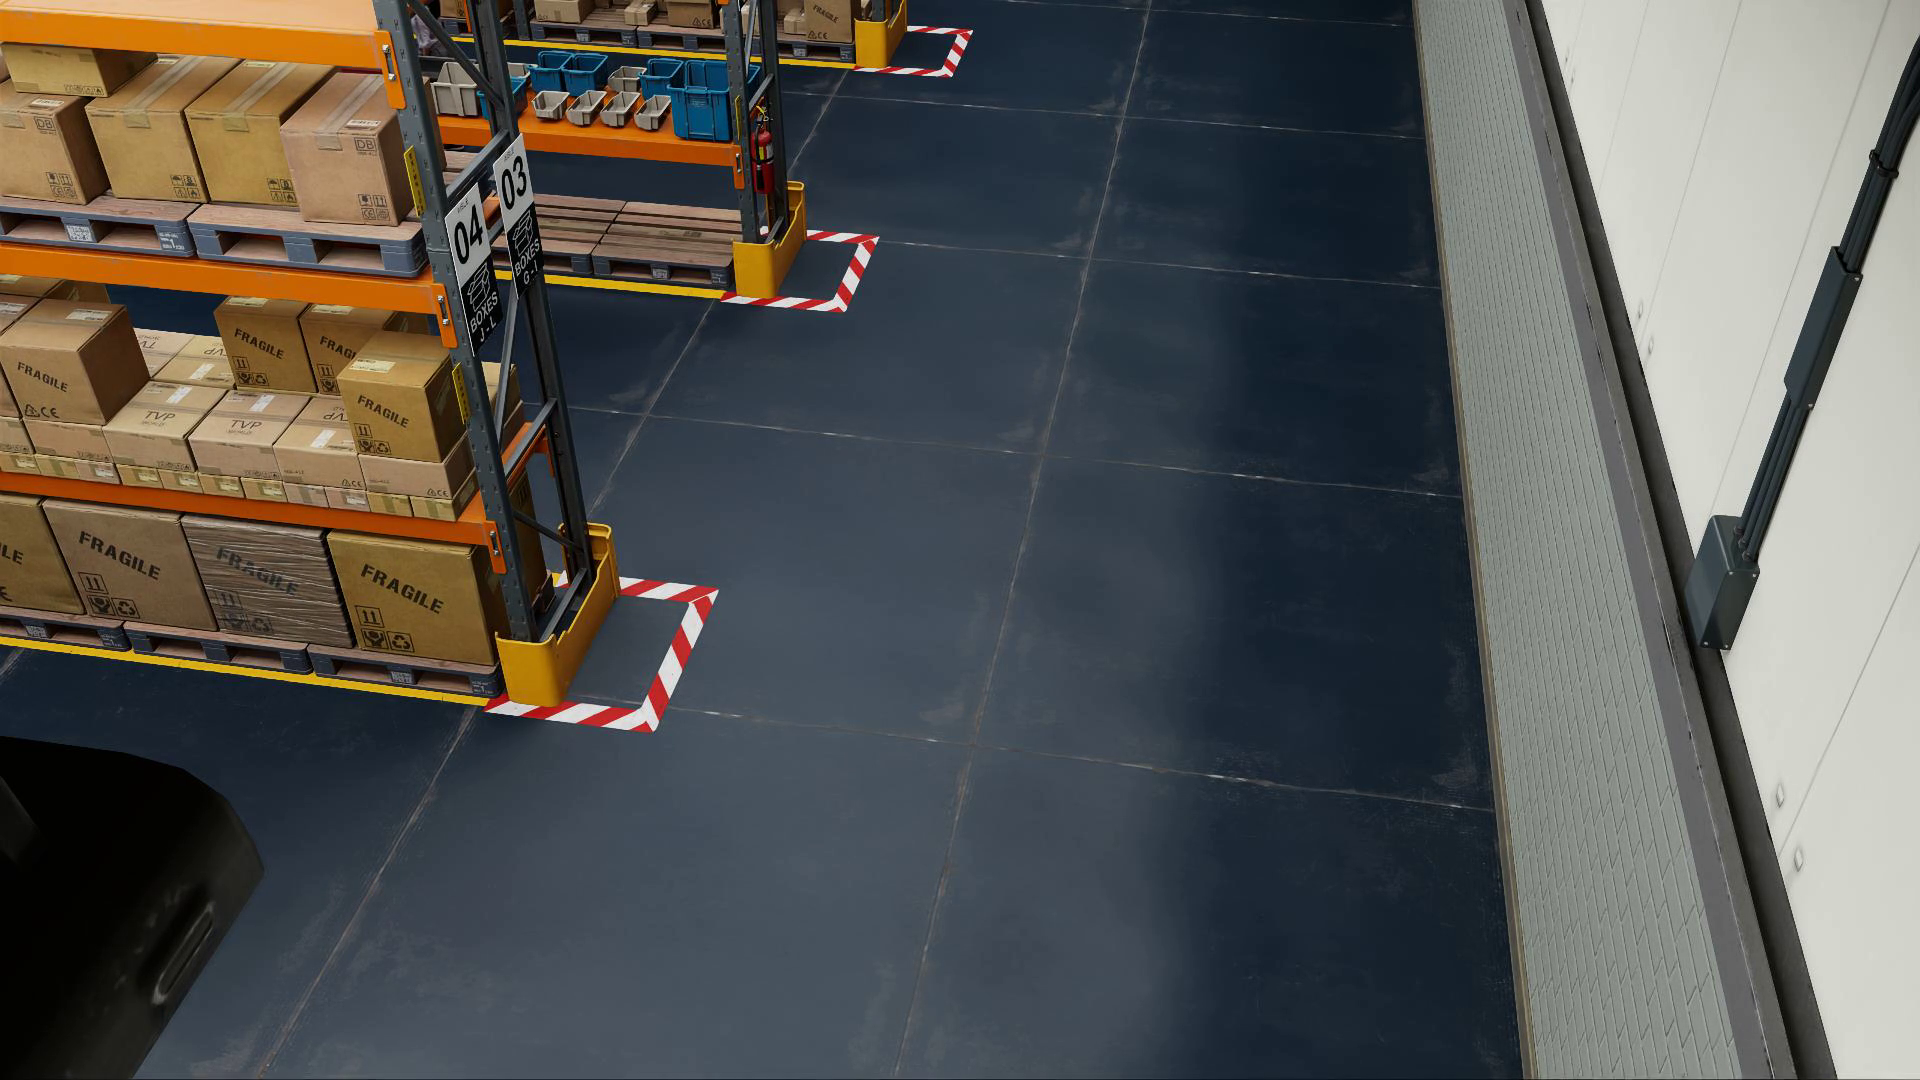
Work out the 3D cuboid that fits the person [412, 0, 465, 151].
[{"bbox_3d":[-4.910,-4.526,15.653,0.525,1.733,0.604,4,38,6],"label":"person"}]
